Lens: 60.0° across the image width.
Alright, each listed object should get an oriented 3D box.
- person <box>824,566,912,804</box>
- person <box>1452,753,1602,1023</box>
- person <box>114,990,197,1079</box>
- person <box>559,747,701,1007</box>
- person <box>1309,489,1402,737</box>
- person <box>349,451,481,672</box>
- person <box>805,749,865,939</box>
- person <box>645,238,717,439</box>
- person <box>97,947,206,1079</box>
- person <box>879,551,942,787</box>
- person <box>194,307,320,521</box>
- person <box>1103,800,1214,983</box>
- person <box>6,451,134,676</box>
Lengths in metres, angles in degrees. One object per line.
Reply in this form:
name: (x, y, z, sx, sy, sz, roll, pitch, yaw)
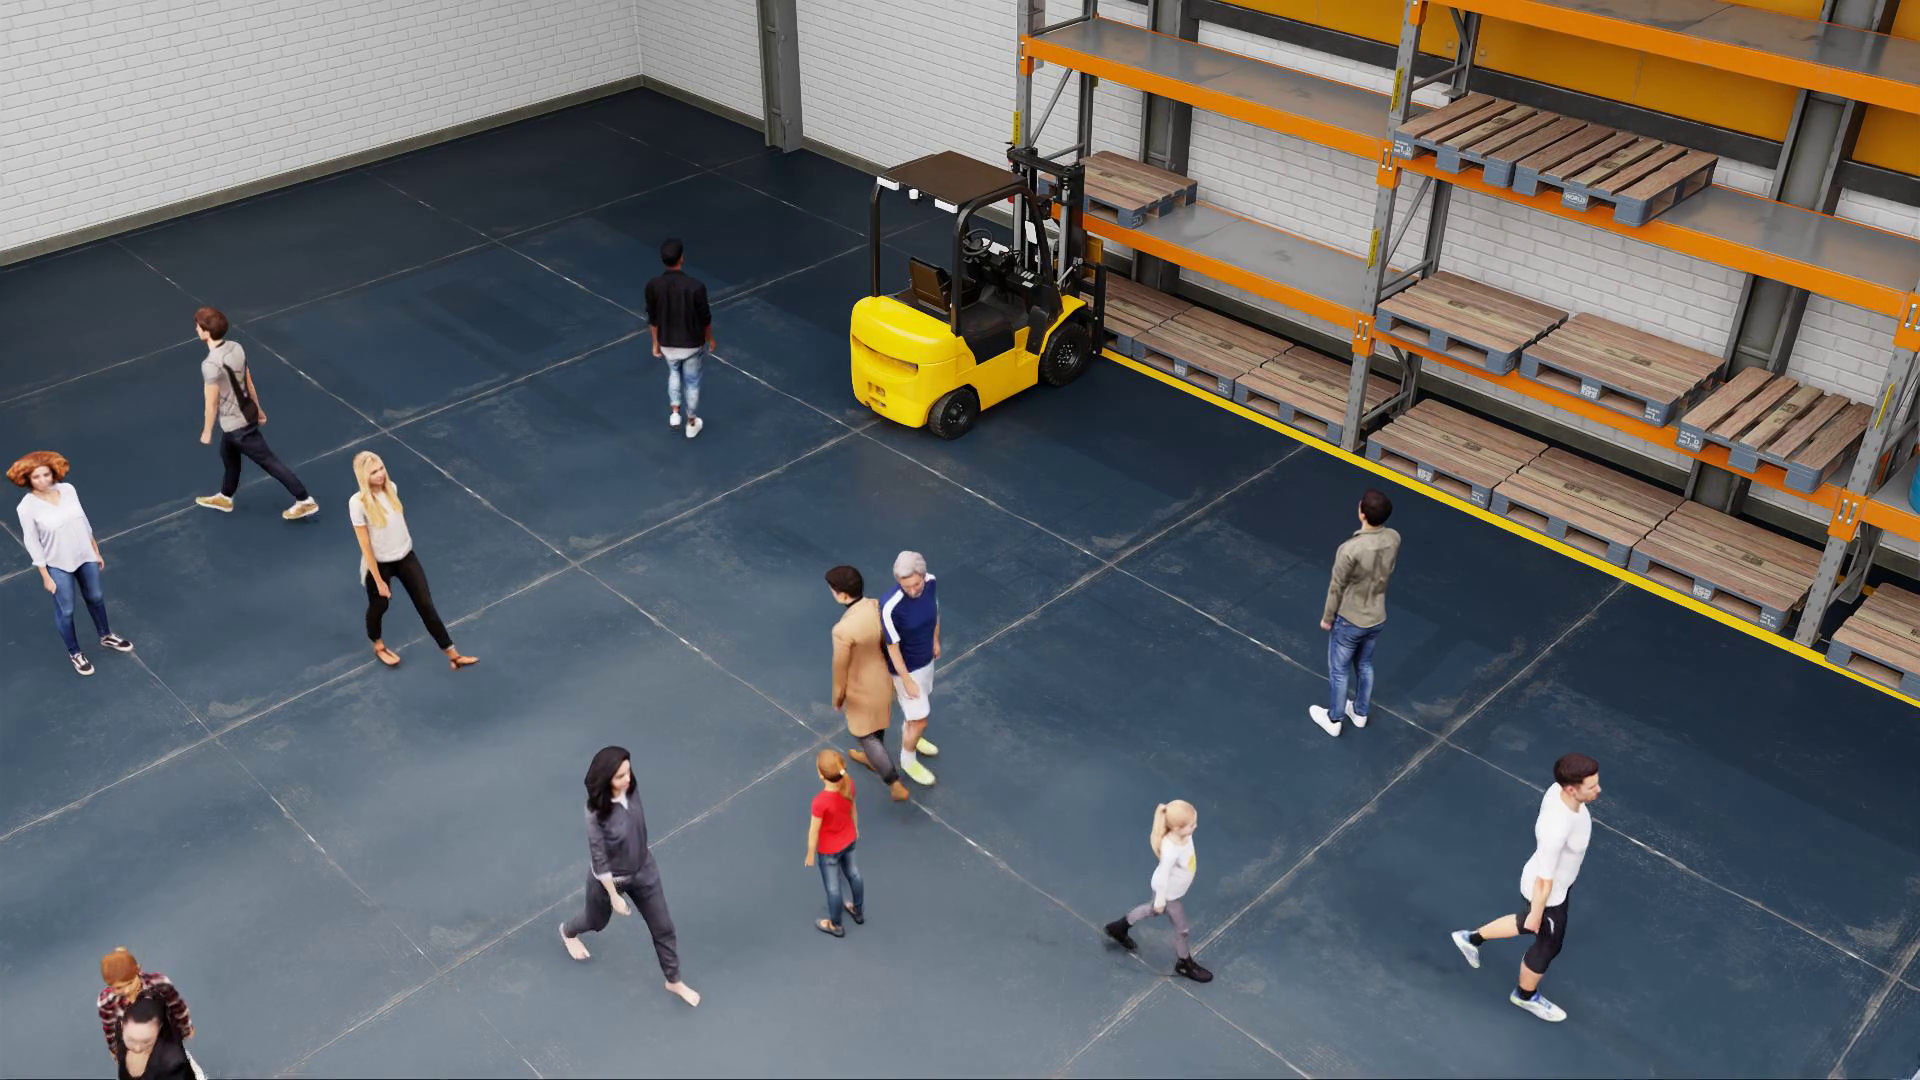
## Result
person: (-0.551, 0.947, 10.523, 0.981, 1.693, 0.761, 26, 42, 34)
person: (3.116, 1.845, 9.042, 1.033, 1.837, 0.870, 15, 36, 21)
person: (-3.728, 2.679, 7.954, 0.716, 1.653, 0.813, 23, 40, 31)
person: (-1.949, 1.827, 9.176, 1.222, 1.719, 0.729, 21, 39, 28)
person: (2.649, 0.503, 11.038, 0.741, 1.863, 0.673, -19, 38, -26)
person: (-4.074, 0.166, 11.616, 1.212, 1.785, 0.858, 16, 37, 22)
person: (-0.702, 1.756, 9.657, 0.477, 1.306, 0.533, 28, 43, 35)
person: (-2.436, -1.694, 14.404, 0.780, 1.795, 0.875, 6, 34, 9)
person: (-4.161, 2.504, 8.554, 0.692, 1.281, 0.792, -15, 36, -21)
person: (-0.361, 0.787, 10.672, 0.729, 1.795, 0.722, 14, 36, 21)
person: (-5.633, -0.931, 13.217, 1.243, 1.839, 1.214, -1, 34, -1)
person: (1.119, 1.945, 9.409, 0.965, 1.265, 0.753, 9, 35, 14)
person: (-6.322, 0.117, 11.753, 0.673, 1.714, 0.690, 18, 38, 25)
